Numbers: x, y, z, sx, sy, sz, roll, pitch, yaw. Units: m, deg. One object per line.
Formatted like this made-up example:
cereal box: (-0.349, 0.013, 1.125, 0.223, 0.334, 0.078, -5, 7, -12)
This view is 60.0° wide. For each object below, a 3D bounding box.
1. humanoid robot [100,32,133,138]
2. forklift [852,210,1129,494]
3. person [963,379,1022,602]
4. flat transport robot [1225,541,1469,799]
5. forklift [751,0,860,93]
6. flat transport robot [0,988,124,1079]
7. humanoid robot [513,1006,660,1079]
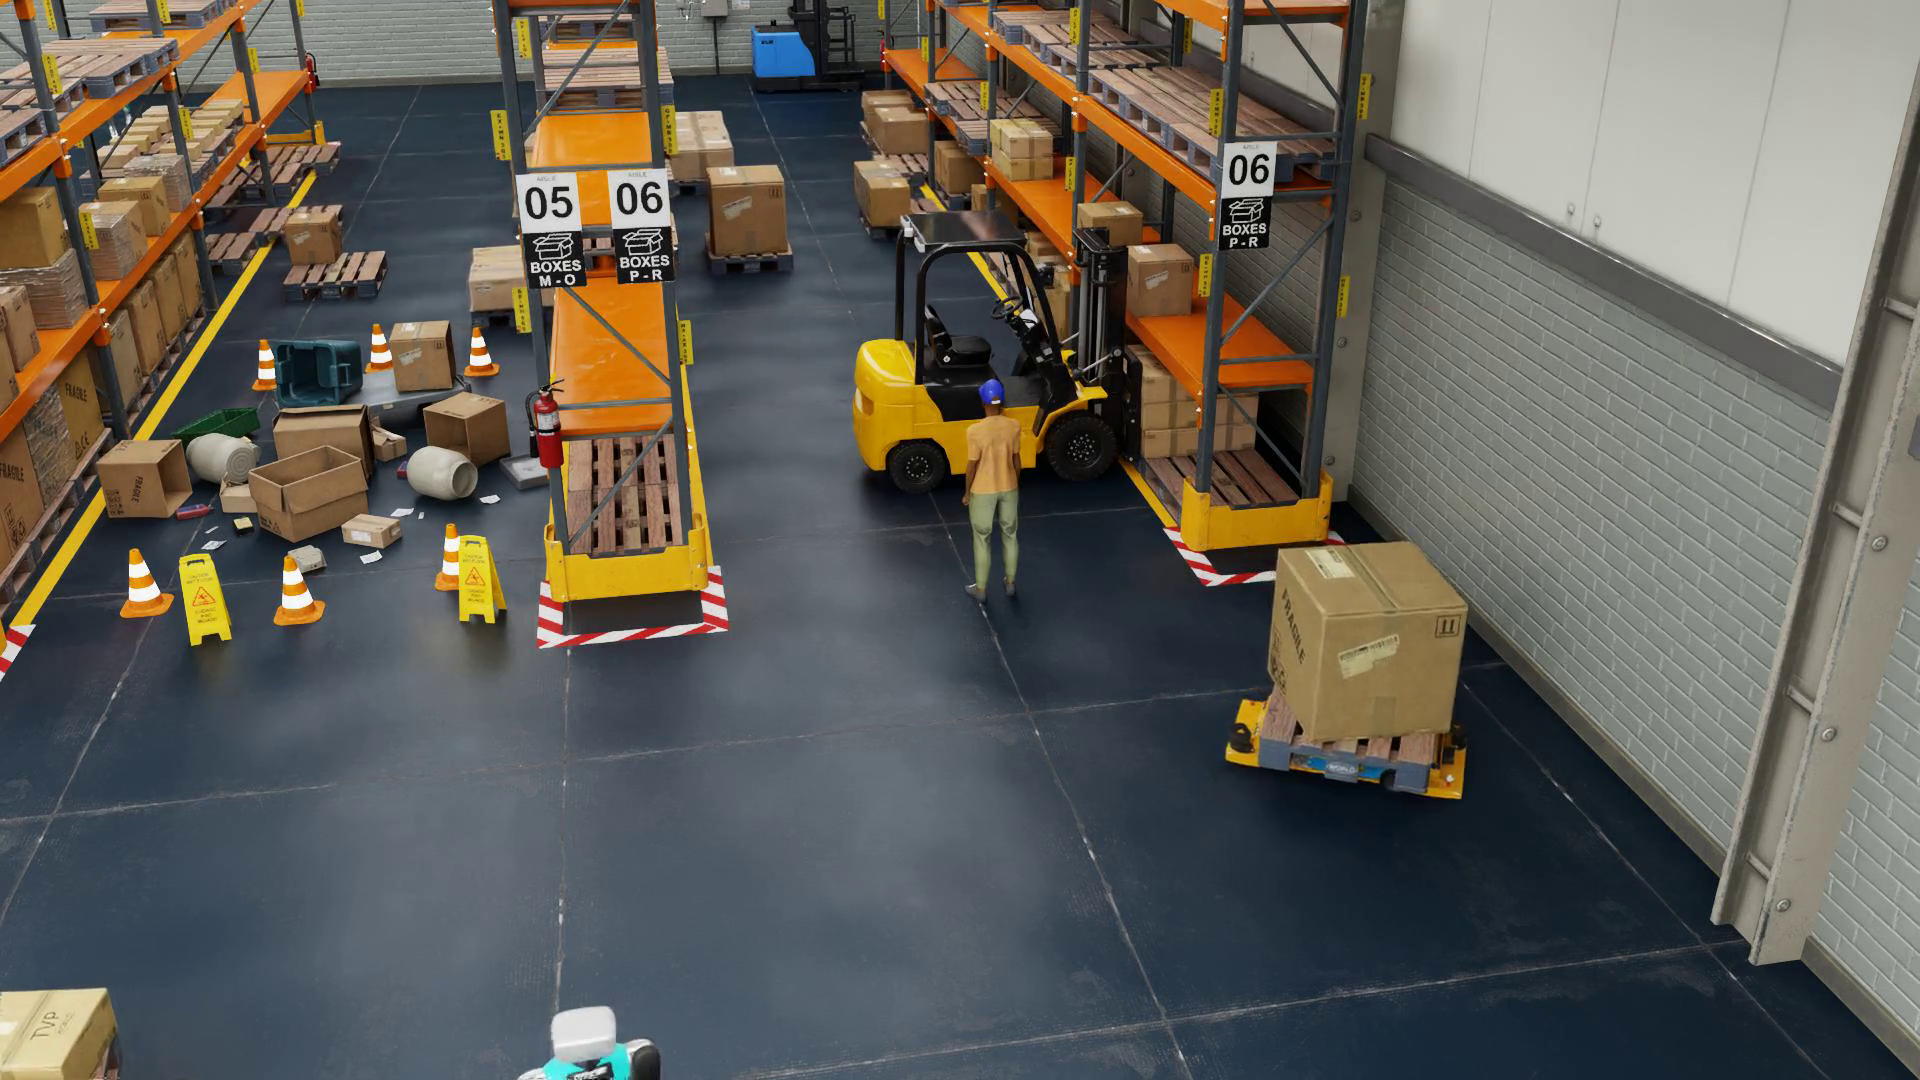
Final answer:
humanoid robot: (-13.518, -7.249, 26.547, 0.538, 1.766, 0.953, -23, 34, -39)
forklift: (0.216, -1.659, 14.366, 2.313, 2.155, 1.214, -5, 26, -10)
person: (0.234, -0.370, 12.226, 0.440, 1.717, 0.350, -10, 27, -20)
flat transport robot: (2.442, 1.274, 10.475, 1.431, 0.231, 0.659, 8, 27, 16)
forklift: (-2.872, -9.679, 30.288, 1.873, 2.768, 1.129, -5, 26, -10)
flat transport robot: (-4.220, 2.811, 7.274, 1.431, 0.231, 0.659, -8, 27, -16)
humanoid robot: (-1.231, 2.618, 6.042, 0.531, 1.812, 0.790, -12, 28, -23)
